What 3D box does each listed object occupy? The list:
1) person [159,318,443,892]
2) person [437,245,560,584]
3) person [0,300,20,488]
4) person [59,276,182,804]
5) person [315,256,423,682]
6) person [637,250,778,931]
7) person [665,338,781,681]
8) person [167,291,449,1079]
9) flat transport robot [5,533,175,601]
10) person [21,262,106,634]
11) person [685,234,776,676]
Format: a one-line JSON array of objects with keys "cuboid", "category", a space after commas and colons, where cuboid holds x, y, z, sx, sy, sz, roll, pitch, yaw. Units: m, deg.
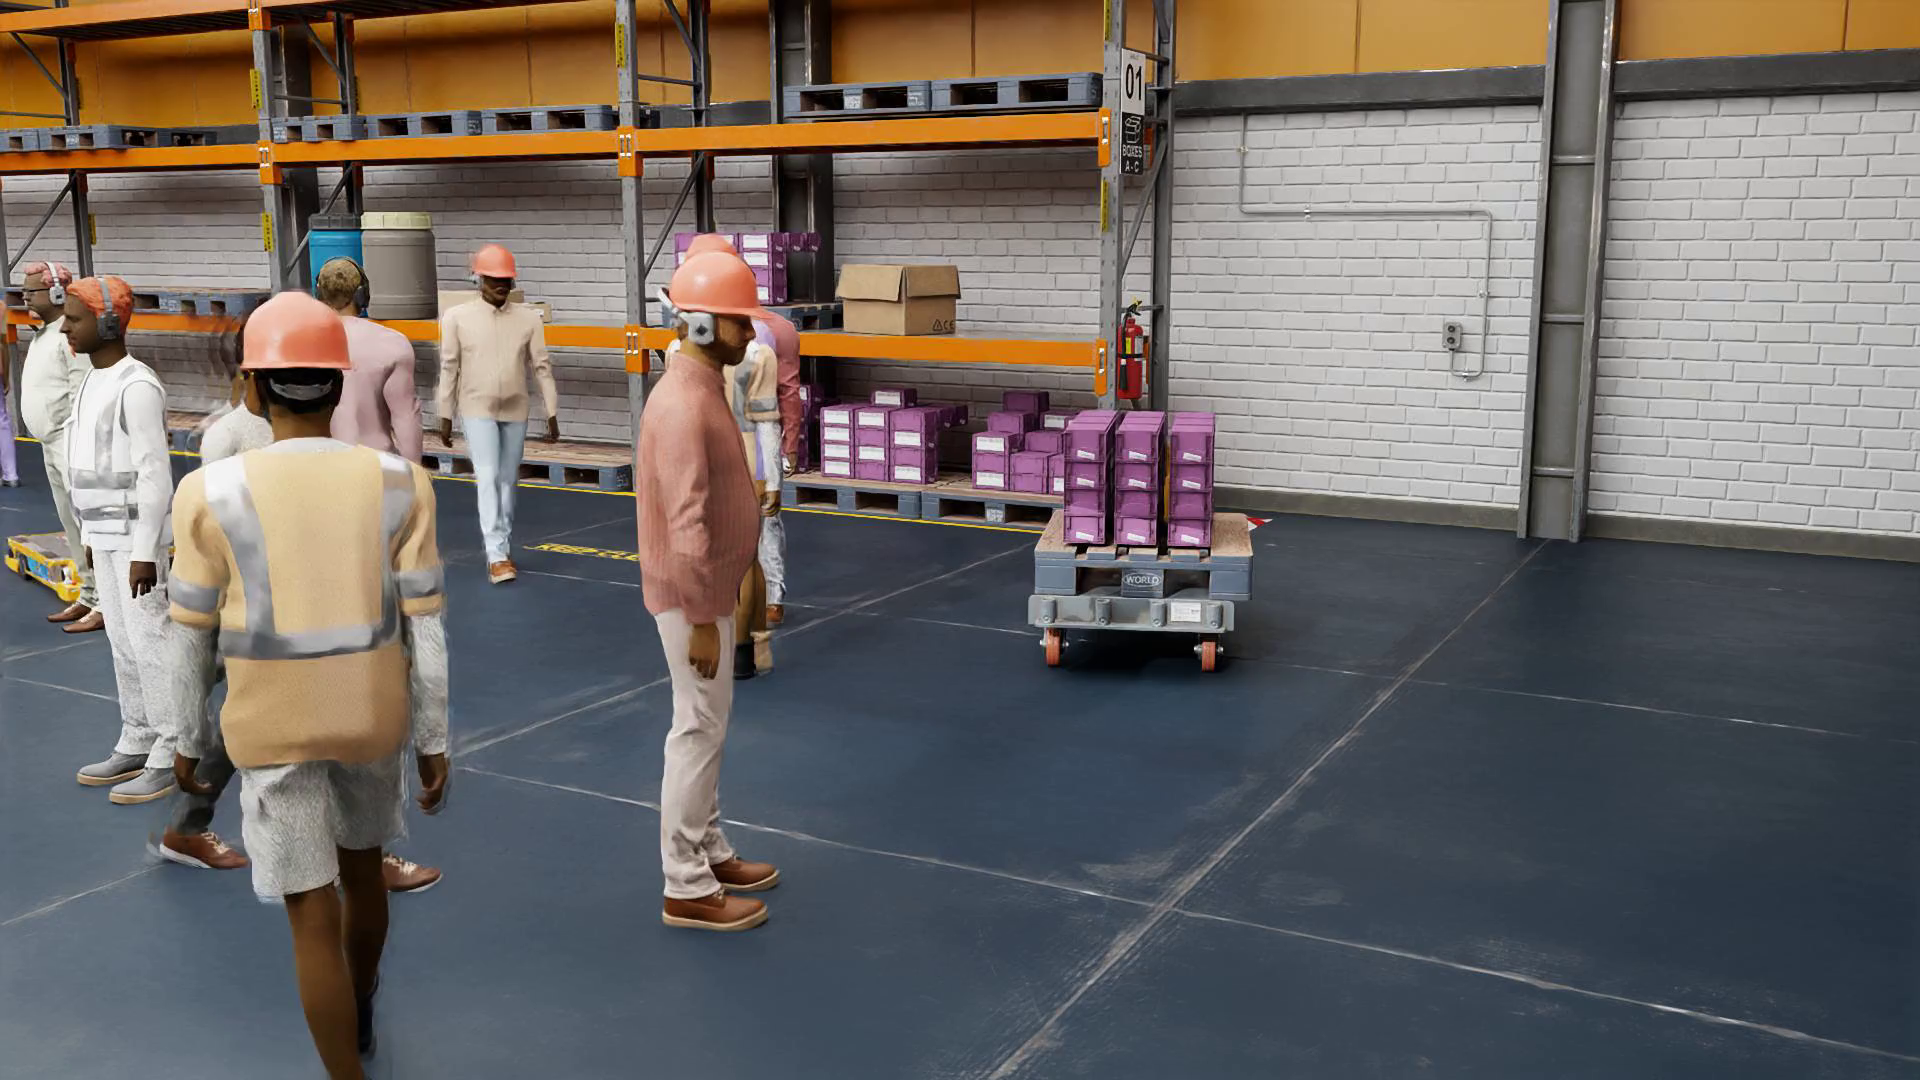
[{"cuboid": [-2.148, 0.196, 5.164, 0.972, 1.815, 0.481, 0, 10, 1], "category": "person"}, {"cuboid": [-2.662, -0.727, 9.756, 0.659, 1.959, 0.865, -7, 12, -33], "category": "person"}, {"cuboid": [-7.830, -1.295, 13.245, 0.381, 1.836, 0.567, 7, 12, 33], "category": "person"}, {"cuboid": [-3.023, 0.001, 6.005, 0.574, 1.883, 0.356, 10, 14, 44], "category": "person"}, {"cuboid": [-2.710, -0.287, 7.425, 0.637, 1.938, 0.355, -1, 10, -4], "category": "person"}, {"cuboid": [-0.735, 0.155, 4.889, 0.413, 1.984, 0.624, -1, 10, -3], "category": "person"}, {"cuboid": [-1.066, -0.315, 7.629, 0.550, 1.924, 0.391, 3, 11, 17], "category": "person"}, {"cuboid": [-1.497, 0.399, 3.791, 0.548, 1.899, 0.923, -8, 13, -36], "category": "person"}, {"cuboid": [-5.092, 0.115, 9.789, 0.652, 0.197, 1.431, -9, 14, -41], "category": "flat transport robot"}, {"cuboid": [-4.596, -0.473, 8.573, 0.636, 1.900, 0.399, 10, 14, 44], "category": "person"}, {"cuboid": [-1.100, -0.381, 7.692, 0.407, 2.031, 0.616, -8, 13, -37], "category": "person"}]
